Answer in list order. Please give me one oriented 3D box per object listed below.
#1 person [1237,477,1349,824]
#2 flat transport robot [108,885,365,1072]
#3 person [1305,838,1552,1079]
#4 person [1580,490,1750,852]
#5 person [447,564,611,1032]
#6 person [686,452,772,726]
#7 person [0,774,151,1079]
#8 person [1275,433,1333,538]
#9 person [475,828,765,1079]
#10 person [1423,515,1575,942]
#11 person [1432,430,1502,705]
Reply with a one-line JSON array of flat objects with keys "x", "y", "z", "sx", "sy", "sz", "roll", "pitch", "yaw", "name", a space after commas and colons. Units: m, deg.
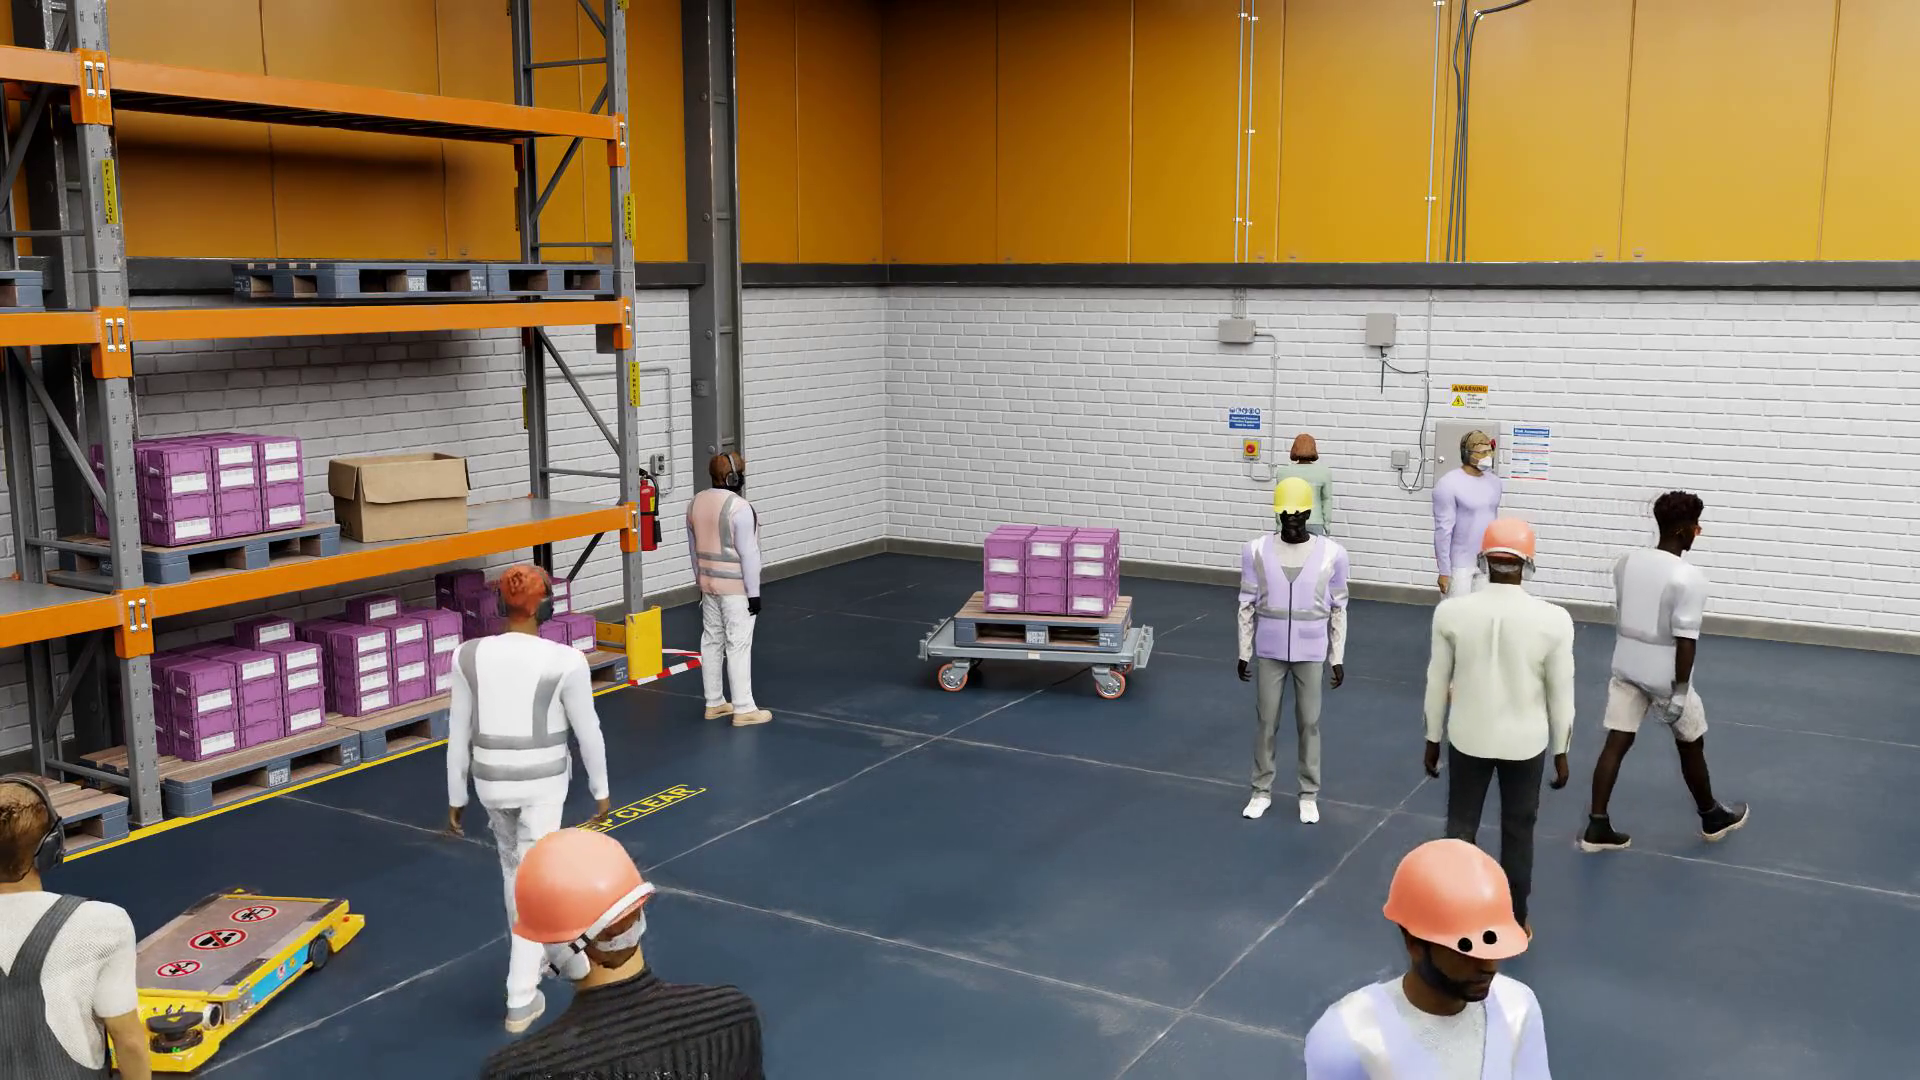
[{"x": 1.826, "y": 0.608, "z": 9.182, "sx": 0.595, "sy": 1.925, "sz": 0.371, "roll": 3, "pitch": 9, "yaw": 16, "name": "person"}, {"x": -3.131, "y": 1.791, "z": 6.950, "sx": 0.652, "sy": 0.197, "sz": 1.431, "roll": 1, "pitch": 9, "yaw": 7, "name": "flat transport robot"}, {"x": 0.998, "y": 1.532, "z": 3.549, "sx": 0.554, "sy": 1.891, "sz": 0.978, "roll": -4, "pitch": 10, "yaw": -26, "name": "person"}, {"x": 3.717, "y": 0.682, "z": 8.747, "sx": 1.009, "sy": 1.908, "sz": 0.613, "roll": -4, "pitch": 10, "yaw": -26, "name": "person"}, {"x": -1.742, "y": 1.012, "z": 6.866, "sx": 0.606, "sy": 1.854, "sz": 0.817, "roll": 2, "pitch": 9, "yaw": 10, "name": "person"}, {"x": -1.550, "y": 0.325, "z": 11.211, "sx": 0.621, "sy": 1.845, "sz": 0.429, "roll": 8, "pitch": 12, "yaw": 41, "name": "person"}, {"x": -2.234, "y": 1.472, "z": 4.043, "sx": 0.509, "sy": 1.844, "sz": 0.329, "roll": -3, "pitch": 10, "yaw": -17, "name": "person"}, {"x": 3.024, "y": -0.123, "z": 14.653, "sx": 0.499, "sy": 1.634, "sz": 0.288, "roll": 1, "pitch": 9, "yaw": 5, "name": "person"}, {"x": -0.626, "y": 1.535, "z": 3.311, "sx": 0.636, "sy": 1.961, "sz": 0.633, "roll": -6, "pitch": 11, "yaw": -33, "name": "person"}, {"x": 2.366, "y": 0.879, "z": 7.331, "sx": 0.629, "sy": 1.995, "sz": 0.551, "roll": 5, "pitch": 10, "yaw": 27, "name": "person"}, {"x": 3.592, "y": 0.191, "z": 11.747, "sx": 0.629, "sy": 1.940, "sz": 0.373, "roll": -6, "pitch": 11, "yaw": -33, "name": "person"}]
